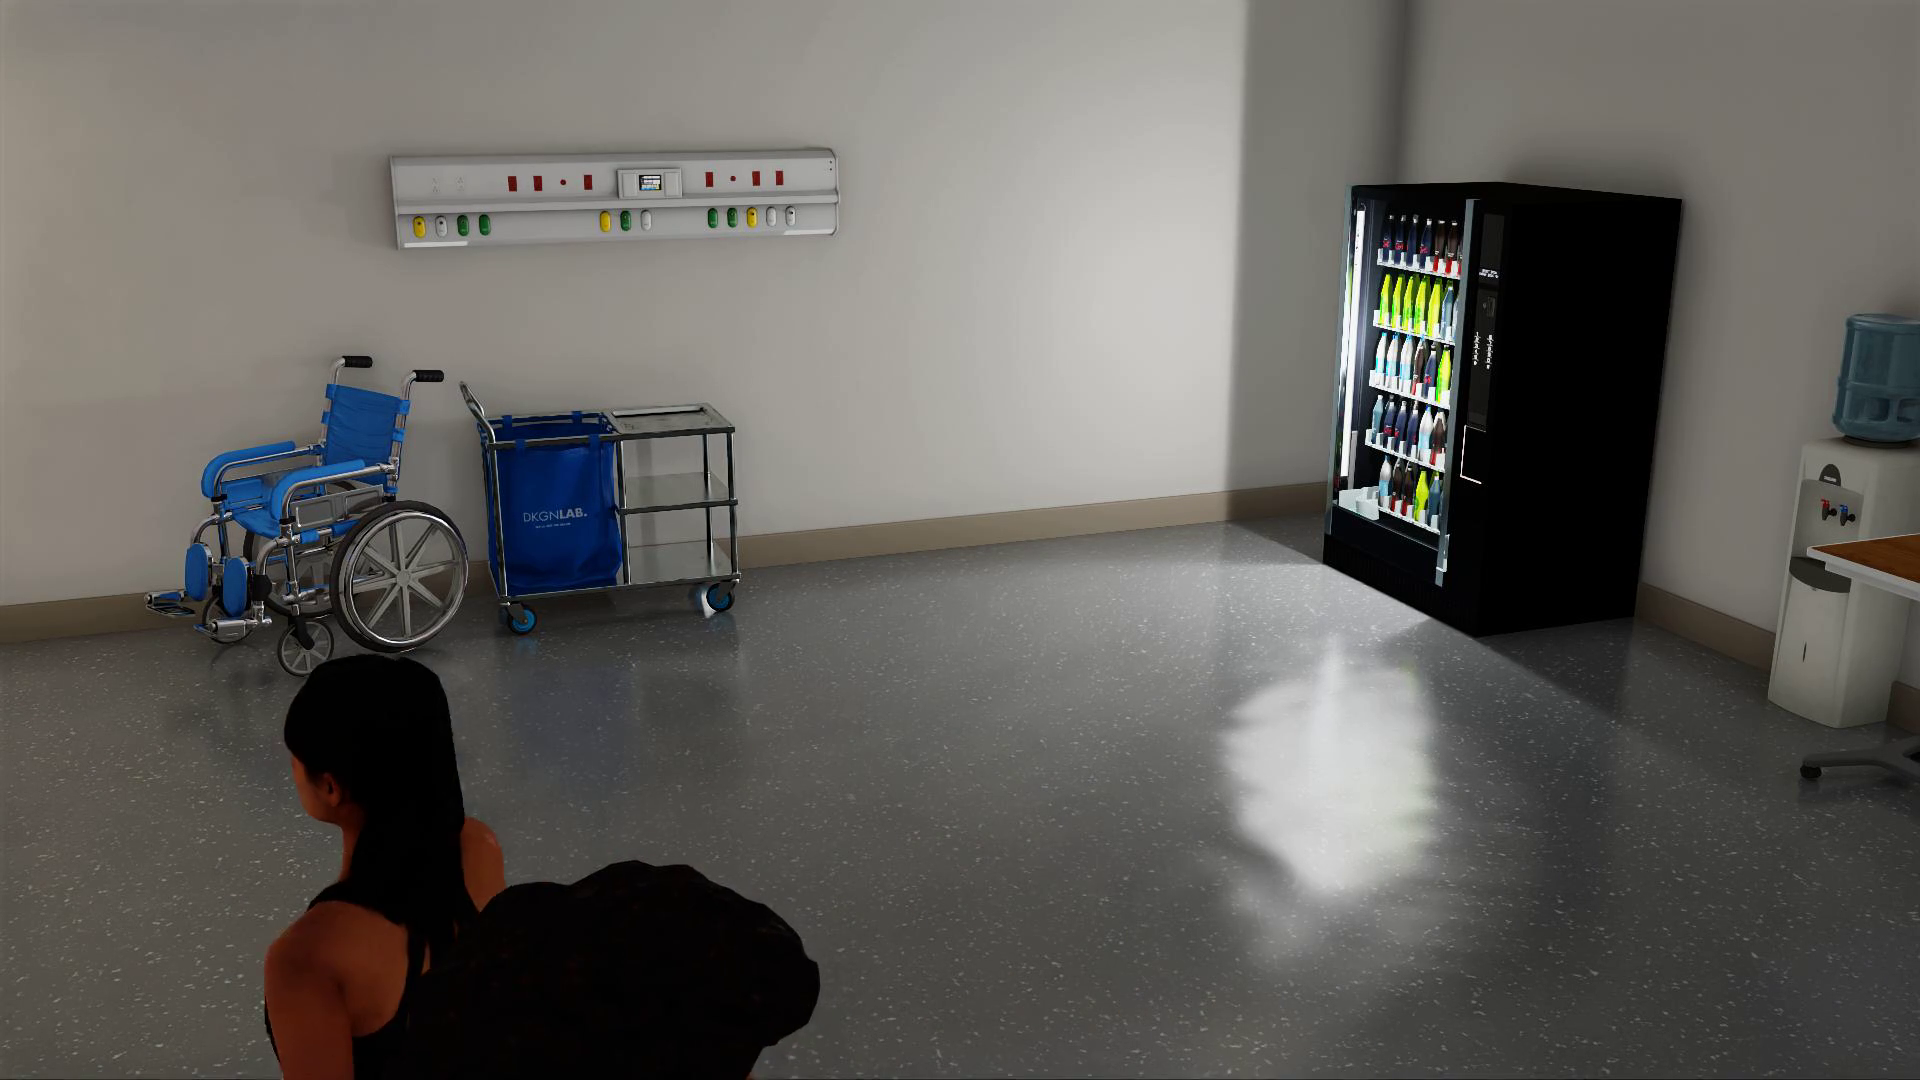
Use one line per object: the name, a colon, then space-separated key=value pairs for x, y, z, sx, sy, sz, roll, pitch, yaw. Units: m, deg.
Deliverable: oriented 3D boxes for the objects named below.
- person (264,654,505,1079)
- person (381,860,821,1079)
person: x=-0.671 y=0.937 z=2.290 sx=1.086 sy=1.633 sz=1.001 roll=8 pitch=18 yaw=26
person: x=-0.270 y=1.111 z=1.376 sx=0.723 sy=1.794 sz=0.599 roll=-12 pitch=20 yaw=-36
